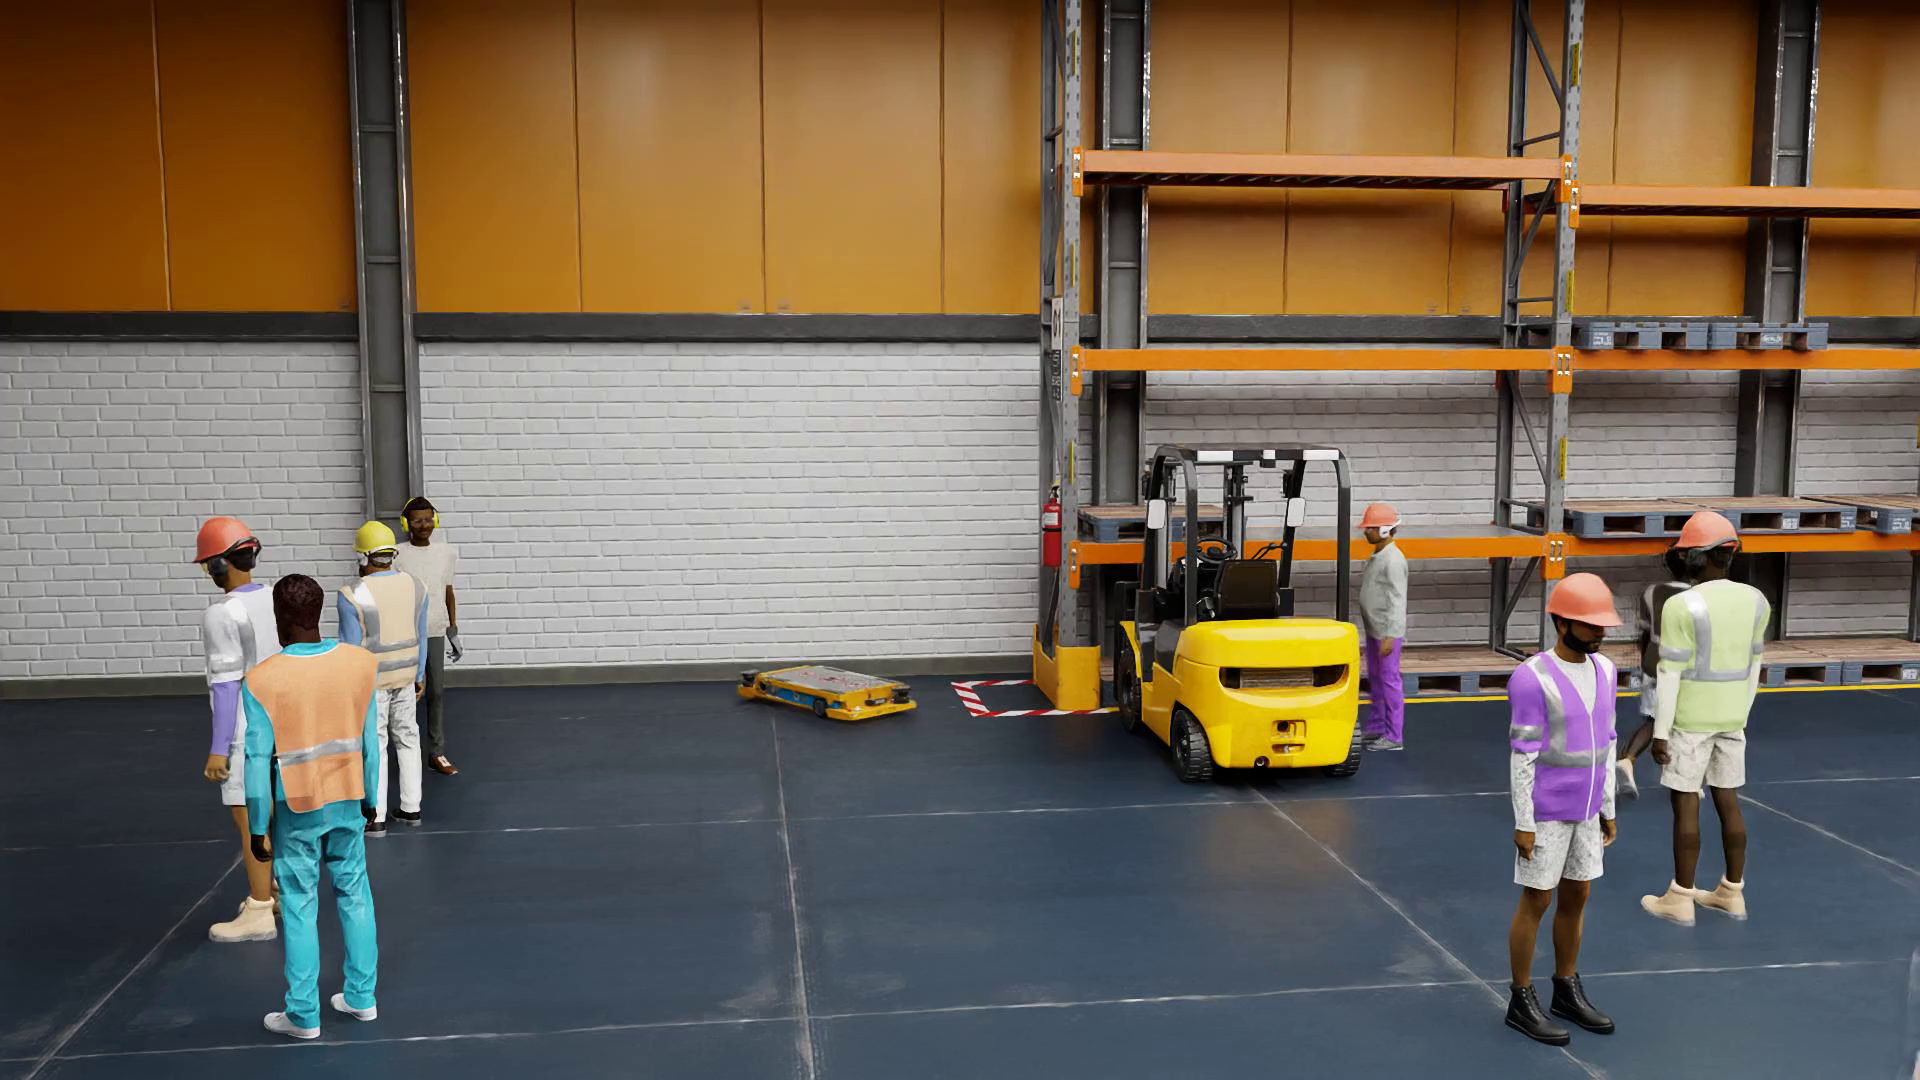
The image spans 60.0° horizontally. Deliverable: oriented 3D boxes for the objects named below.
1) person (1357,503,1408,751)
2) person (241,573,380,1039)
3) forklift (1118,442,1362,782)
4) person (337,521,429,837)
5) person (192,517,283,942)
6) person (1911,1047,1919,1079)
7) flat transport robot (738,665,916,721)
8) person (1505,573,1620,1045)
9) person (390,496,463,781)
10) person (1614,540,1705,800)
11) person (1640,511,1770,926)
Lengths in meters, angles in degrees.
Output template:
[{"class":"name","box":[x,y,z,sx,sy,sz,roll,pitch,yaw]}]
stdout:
[{"class":"person","box":[2.964,0.607,11.754,0.342,1.748,0.572,0,7,-2]},{"class":"person","box":[-2.653,1.090,6.854,0.397,1.911,0.587,5,8,39]},{"class":"forklift","box":[1.912,0.418,11.496,1.214,2.155,2.313,-1,7,-8]},{"class":"person","box":[-3.376,0.803,9.692,0.403,1.833,0.591,4,8,33]},{"class":"person","box":[-3.442,0.901,7.972,0.403,2.033,0.607,1,7,6]},{"class":"person","box":[2.245,1.505,3.691,0.646,1.806,0.699,1,7,9]},{"class":"flat transport robot","box":[-1.066,1.184,13.130,0.652,0.197,1.431,-6,9,-44]},{"class":"person","box":[2.485,1.088,6.791,0.544,1.930,0.389,-3,7,-27]},{"class":"person","box":[-3.530,0.643,10.953,0.517,1.868,0.334,-5,8,-39]},{"class":"person","box":[4.360,0.823,10.247,0.690,1.678,0.531,-4,8,-34]},{"class":"person","box":[3.648,0.874,8.192,0.611,2.036,0.390,-2,7,-19]}]
